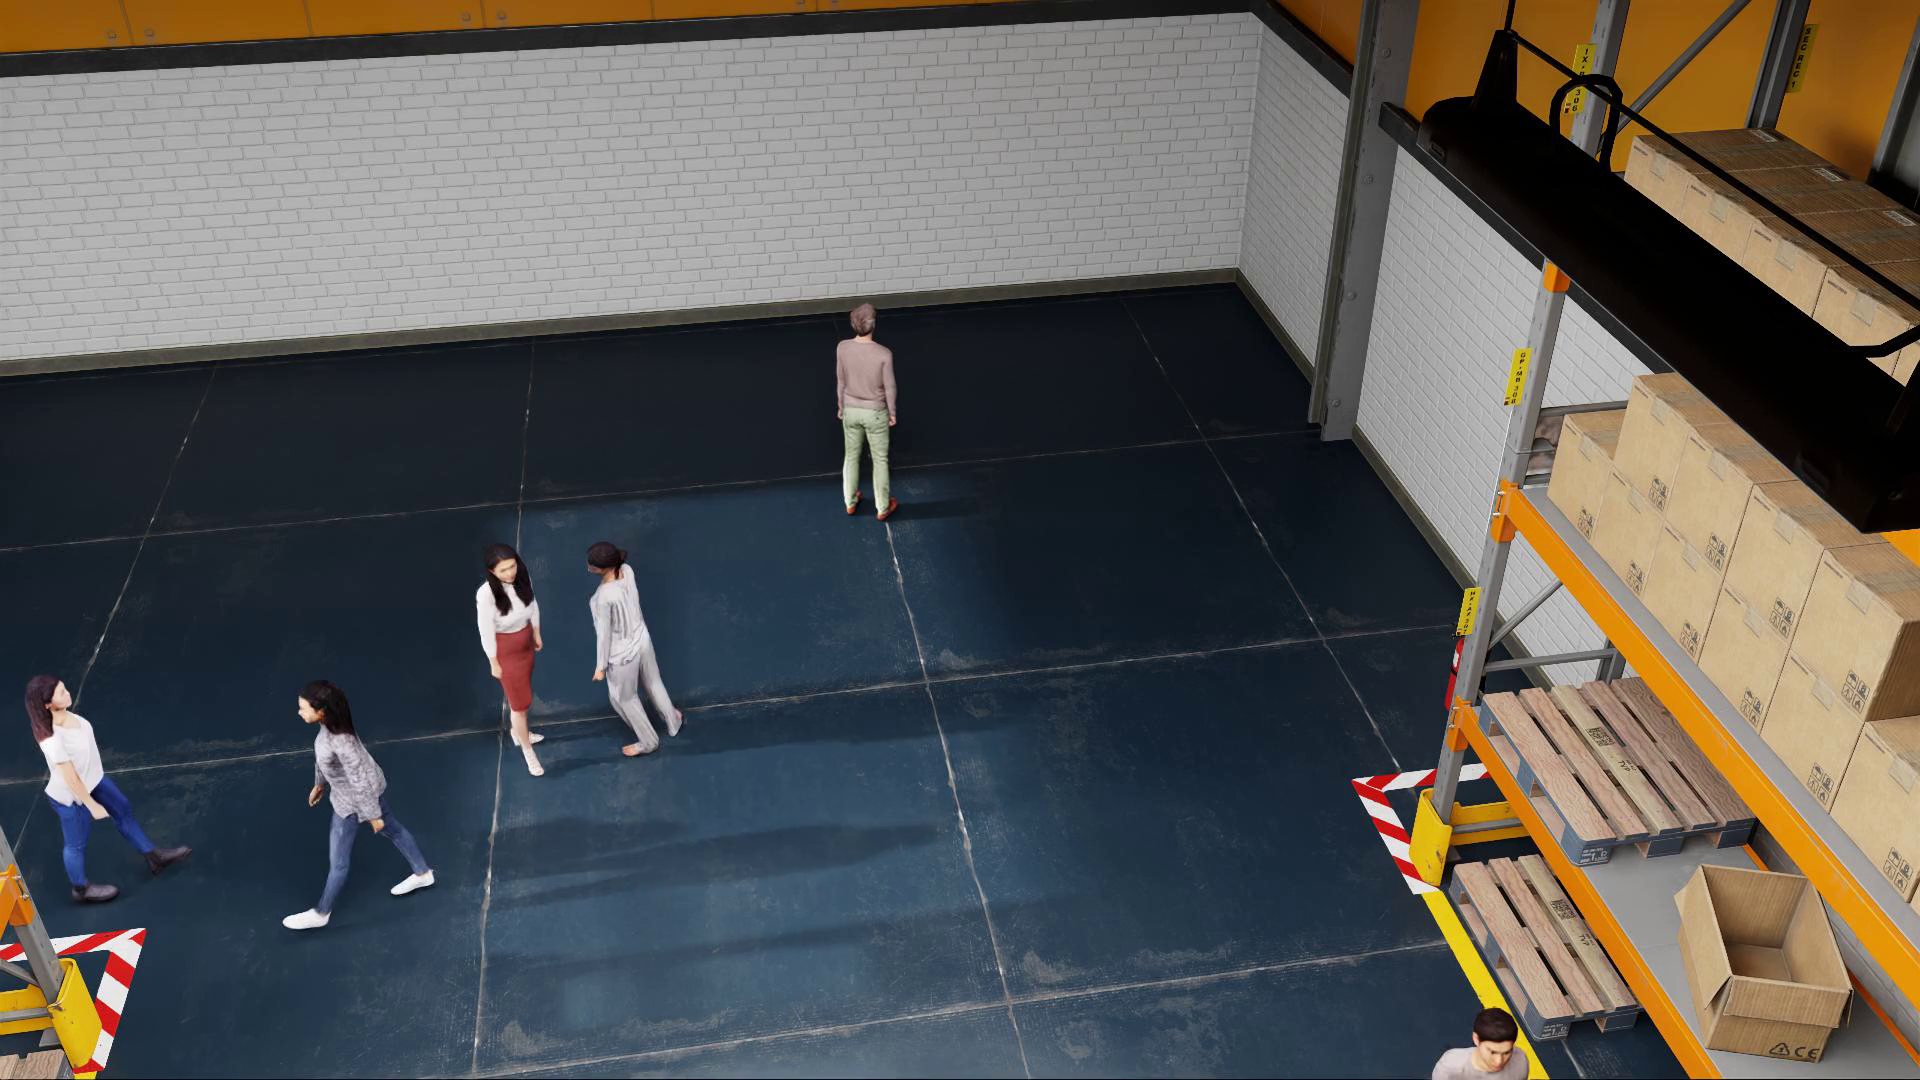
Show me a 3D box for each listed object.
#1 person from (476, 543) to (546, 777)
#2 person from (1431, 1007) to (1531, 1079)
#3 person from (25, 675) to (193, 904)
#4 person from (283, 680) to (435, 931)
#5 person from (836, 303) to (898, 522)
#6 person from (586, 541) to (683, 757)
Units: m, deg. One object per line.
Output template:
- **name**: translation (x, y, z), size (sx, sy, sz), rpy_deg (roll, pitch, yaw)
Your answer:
- **person**: translation (-2.932, 0.728, 10.892), size (0.830, 1.734, 0.770), rpy_deg (16, 37, 23)
- **person**: translation (2.382, 2.764, 7.882), size (0.772, 1.677, 1.136), rpy_deg (1, 34, 1)
- **person**: translation (-5.281, 1.509, 9.786), size (0.794, 1.659, 0.906), rpy_deg (-11, 35, -16)
- **person**: translation (-3.451, 1.486, 9.790), size (0.846, 1.693, 1.103), rpy_deg (-13, 36, -18)
- **person**: translation (-0.765, -1.019, 13.399), size (0.745, 1.870, 0.736), rpy_deg (7, 34, 10)
- **person**: translation (-2.133, 0.706, 10.923), size (0.923, 1.737, 0.771), rpy_deg (21, 39, 28)
